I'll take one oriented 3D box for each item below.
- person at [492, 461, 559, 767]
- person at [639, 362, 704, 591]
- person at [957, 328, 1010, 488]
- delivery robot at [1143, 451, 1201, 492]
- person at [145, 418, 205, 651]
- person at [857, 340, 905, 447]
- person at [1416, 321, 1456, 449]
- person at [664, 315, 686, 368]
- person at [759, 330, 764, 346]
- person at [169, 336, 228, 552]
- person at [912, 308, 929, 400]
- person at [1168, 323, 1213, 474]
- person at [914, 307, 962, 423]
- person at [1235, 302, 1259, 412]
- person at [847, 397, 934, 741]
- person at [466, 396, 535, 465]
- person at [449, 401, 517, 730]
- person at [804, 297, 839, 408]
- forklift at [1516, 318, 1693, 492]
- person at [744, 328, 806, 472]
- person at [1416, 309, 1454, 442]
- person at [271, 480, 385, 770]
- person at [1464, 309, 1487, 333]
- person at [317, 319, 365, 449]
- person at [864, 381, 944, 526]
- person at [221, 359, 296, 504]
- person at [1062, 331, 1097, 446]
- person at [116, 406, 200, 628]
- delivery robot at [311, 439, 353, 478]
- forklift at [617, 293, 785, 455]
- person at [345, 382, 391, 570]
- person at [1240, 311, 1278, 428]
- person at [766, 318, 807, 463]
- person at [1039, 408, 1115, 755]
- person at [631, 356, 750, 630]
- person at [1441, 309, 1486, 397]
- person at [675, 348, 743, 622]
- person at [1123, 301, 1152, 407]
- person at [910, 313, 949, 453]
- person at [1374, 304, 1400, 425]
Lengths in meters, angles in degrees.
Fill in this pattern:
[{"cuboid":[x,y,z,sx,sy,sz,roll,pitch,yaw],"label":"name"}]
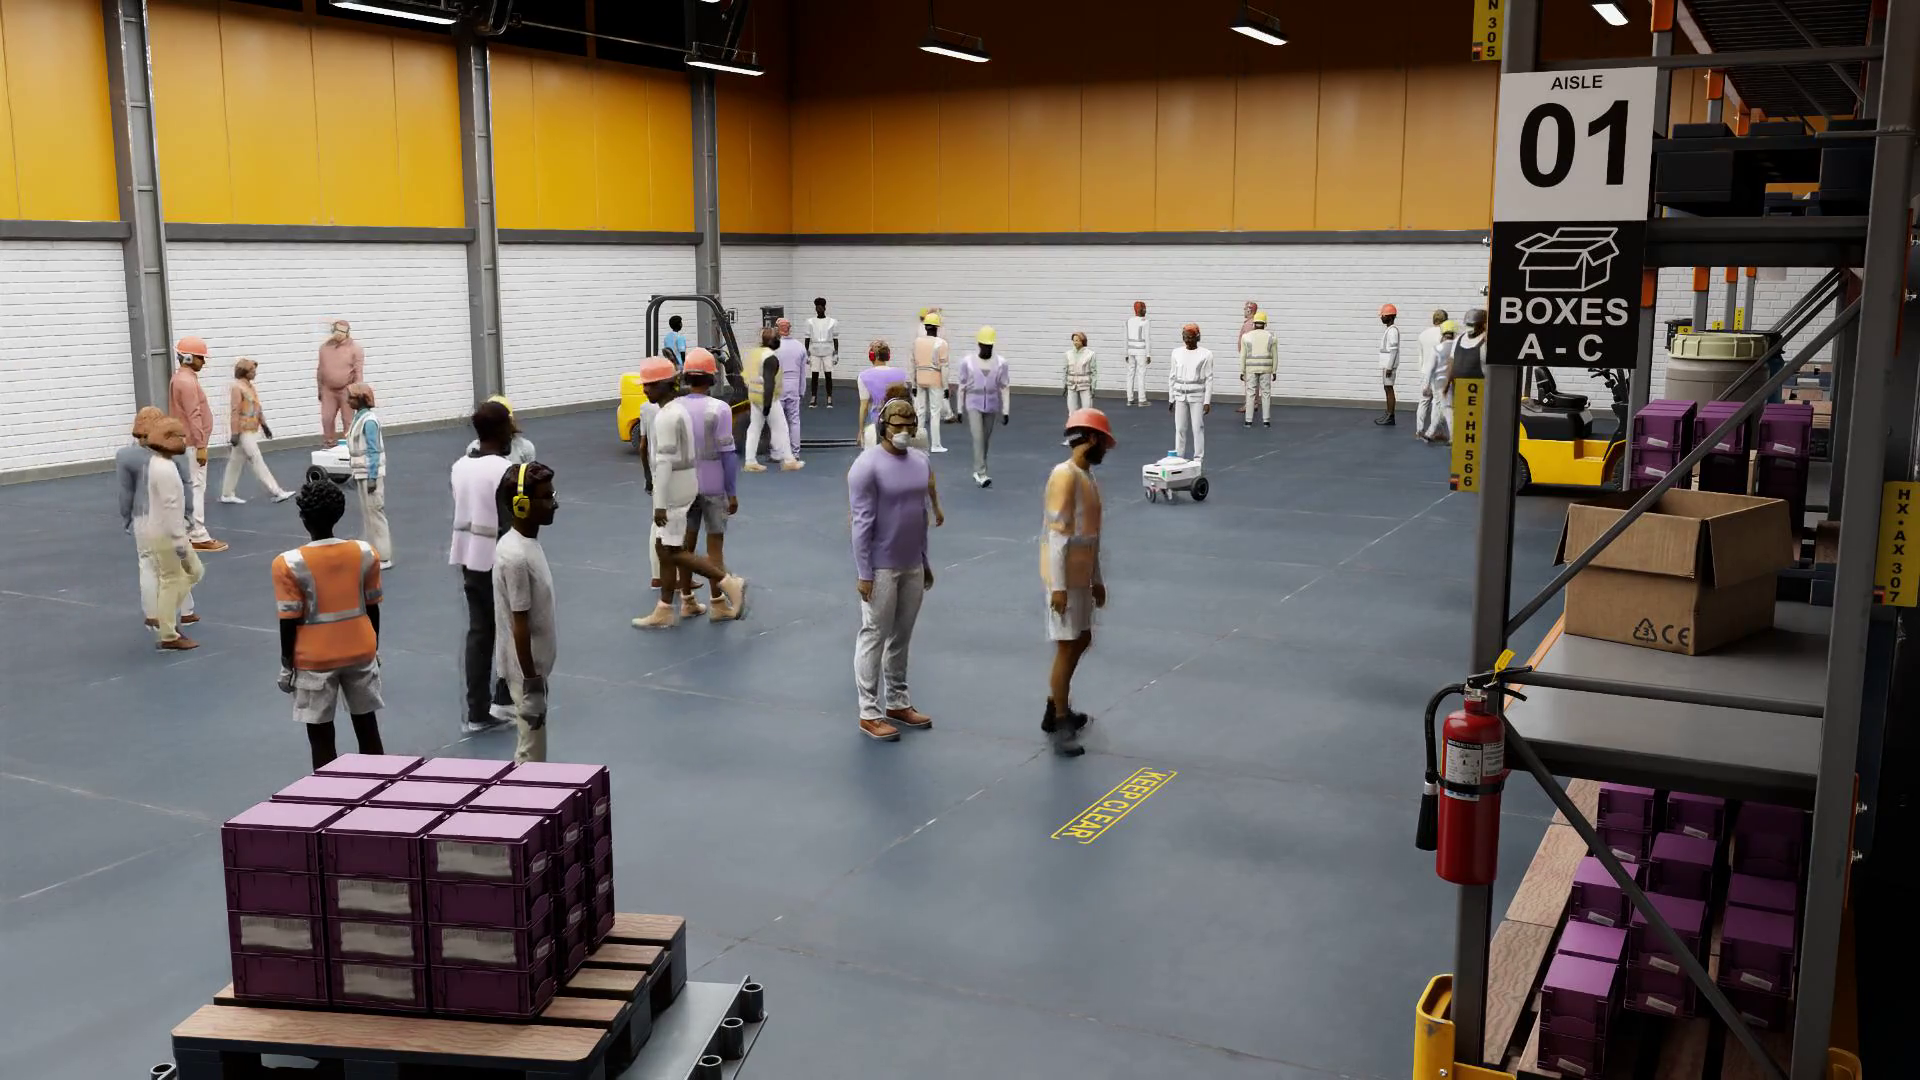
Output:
[{"cuboid":[-1.831,0.589,7.165,0.316,1.868,0.531,-2,10,-14],"label":"person"},{"cuboid":[-2.360,-0.515,13.551,0.524,1.871,0.325,5,11,25],"label":"person"},{"cuboid":[0.289,-1.564,19.634,0.594,1.864,1.004,-2,10,-13],"label":"person"},{"cuboid":[2.347,-0.744,18.407,0.707,0.478,0.477,-9,14,-43],"label":"delivery robot"},{"cuboid":[-5.406,-0.033,11.462,0.370,1.618,0.531,-5,11,-28],"label":"person"},{"cuboid":[-0.809,-1.148,17.281,0.564,1.846,0.394,-7,12,-36],"label":"person"},{"cuboid":[6.822,-2.196,23.523,0.590,1.777,0.893,-6,11,-29],"label":"person"},{"cuboid":[-4.788,-2.941,28.093,0.320,1.698,0.531,-9,13,-43],"label":"person"},{"cuboid":[-2.906,-2.712,26.346,0.429,1.846,0.622,-8,13,-40],"label":"person"},{"cuboid":[-7.055,-0.881,15.340,0.393,1.985,0.611,-7,12,-36],"label":"person"},{"cuboid":[-0.578,-3.416,30.716,0.528,1.743,0.787,-8,12,-38],"label":"person"},{"cuboid":[2.838,-1.735,20.564,0.573,1.887,0.356,6,11,31],"label":"person"},{"cuboid":[-0.381,-2.805,26.839,0.890,1.868,0.646,-7,12,-34],"label":"person"},{"cuboid":[4.999,-3.158,28.745,0.410,1.909,0.642,5,11,28],"label":"person"},{"cuboid":[-0.376,0.154,9.486,0.377,1.937,0.629,8,12,37],"label":"person"},{"cuboid":[-3.300,-0.183,12.051,0.489,1.730,0.372,-3,10,-15],"label":"person"},{"cuboid":[-2.659,0.153,9.594,0.626,1.901,0.545,8,13,40],"label":"person"},{"cuboid":[-2.453,-3.311,29.458,0.613,1.963,0.361,0,10,1],"label":"person"},{"cuboid":[7.066,-1.601,18.899,2.313,2.155,1.214,5,11,27],"label":"forklift"},{"cuboid":[-2.341,-1.758,20.934,0.856,1.806,0.649,-6,11,-30],"label":"person"},{"cuboid":[6.944,-2.395,24.281,0.380,1.929,0.627,-6,11,-29],"label":"person"},{"cuboid":[-2.951,0.562,7.815,0.322,1.696,0.536,9,13,41],"label":"person"},{"cuboid":[8.513,-2.854,27.227,0.647,1.830,0.431,-1,10,-6],"label":"person"},{"cuboid":[-8.168,-1.967,21.953,0.683,1.877,0.528,1,10,4],"label":"person"},{"cuboid":[-0.415,-0.243,12.106,0.532,1.822,0.580,7,12,35],"label":"person"},{"cuboid":[-7.696,-1.170,18.109,0.849,1.590,0.522,-2,10,-9],"label":"person"},{"cuboid":[1.699,-2.143,23.651,0.523,1.636,0.311,6,11,29],"label":"person"},{"cuboid":[-5.886,-0.166,12.209,0.500,1.634,0.286,-3,10,-16],"label":"person"},{"cuboid":[-7.226,-0.937,19.527,0.707,0.478,0.477,2,10,13],"label":"delivery robot"},{"cuboid":[-3.588,-2.317,23.042,2.313,2.155,1.214,-1,10,-5],"label":"forklift"},{"cuboid":[-5.128,-0.546,14.401,0.310,1.636,0.522,-6,11,-31],"label":"person"},{"cuboid":[4.704,-2.680,26.193,0.599,1.832,0.404,1,10,5],"label":"person"},{"cuboid":[-2.326,-1.960,21.849,0.647,1.901,0.402,-6,12,-32],"label":"person"},{"cuboid":[0.616,0.222,9.257,0.393,1.888,0.667,4,11,22],"label":"person"},{"cuboid":[-1.968,-0.322,12.045,0.826,2.011,0.646,0,10,-2],"label":"person"},{"cuboid":[6.713,-2.070,22.058,0.882,2.000,0.699,-6,12,-33],"label":"person"},{"cuboid":[-1.914,-0.405,12.403,0.609,2.048,0.363,5,11,25],"label":"person"},{"cuboid":[3.191,-3.334,29.833,0.362,1.883,0.575,-9,13,-43],"label":"person"},{"cuboid":[-0.401,-2.157,22.933,0.593,1.919,0.401,6,11,30],"label":"person"},{"cuboid":[6.823,-2.797,26.569,0.364,1.934,0.552,2,10,9],"label":"person"}]
